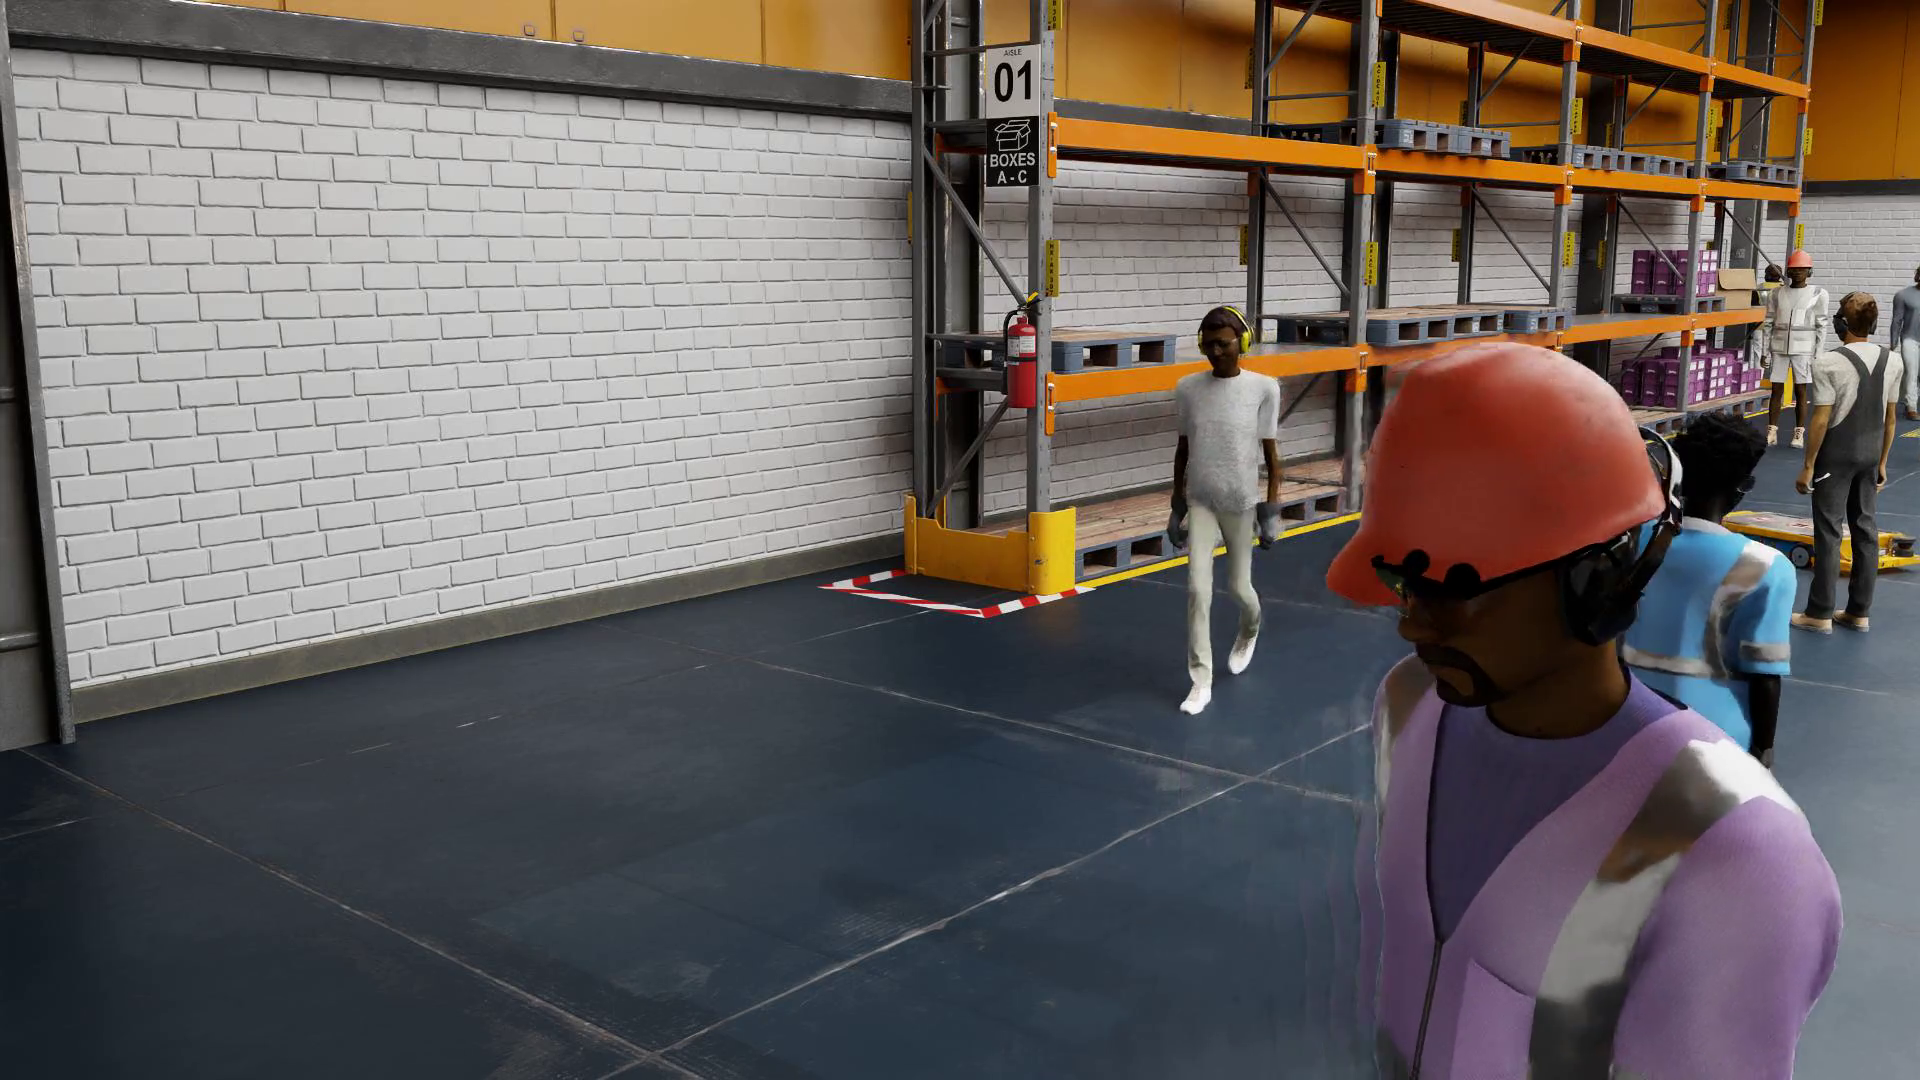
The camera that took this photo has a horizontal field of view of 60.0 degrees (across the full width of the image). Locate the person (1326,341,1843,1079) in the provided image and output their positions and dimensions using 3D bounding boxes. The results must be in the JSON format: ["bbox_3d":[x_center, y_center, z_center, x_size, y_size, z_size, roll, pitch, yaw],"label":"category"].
[{"bbox_3d":[0.492,0.793,1.697,0.680,1.993,0.664,-3,11,-18],"label":"person"}]

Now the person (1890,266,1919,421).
[{"bbox_3d":[11.710,-2.427,20.313,0.643,1.902,0.985,3,10,18],"label":"person"}]

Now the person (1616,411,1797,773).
[{"bbox_3d":[1.777,0.513,4.194,0.588,1.673,0.545,-8,13,-39],"label":"person"}]

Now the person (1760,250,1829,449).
[{"bbox_3d":[8.657,-1.976,17.311,0.615,2.047,0.358,9,13,41],"label":"person"}]

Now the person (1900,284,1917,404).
[{"bbox_3d":[12.937,-2.767,22.209,0.700,1.915,0.633,-7,12,-36],"label":"person"}]

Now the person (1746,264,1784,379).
[{"bbox_3d":[11.678,-3.050,24.013,0.635,1.842,0.429,1,10,3],"label":"person"}]

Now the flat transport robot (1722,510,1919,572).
[{"bbox_3d":[5.582,-0.014,11.197,0.652,0.197,1.431,-5,11,-27],"label":"flat transport robot"}]

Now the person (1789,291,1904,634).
[{"bbox_3d":[4.765,-0.408,8.962,0.506,1.846,0.346,-2,10,-10],"label":"person"}]

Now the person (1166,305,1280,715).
[{"bbox_3d":[1.229,-0.167,7.674,0.529,1.829,0.852,4,11,21],"label":"person"}]
